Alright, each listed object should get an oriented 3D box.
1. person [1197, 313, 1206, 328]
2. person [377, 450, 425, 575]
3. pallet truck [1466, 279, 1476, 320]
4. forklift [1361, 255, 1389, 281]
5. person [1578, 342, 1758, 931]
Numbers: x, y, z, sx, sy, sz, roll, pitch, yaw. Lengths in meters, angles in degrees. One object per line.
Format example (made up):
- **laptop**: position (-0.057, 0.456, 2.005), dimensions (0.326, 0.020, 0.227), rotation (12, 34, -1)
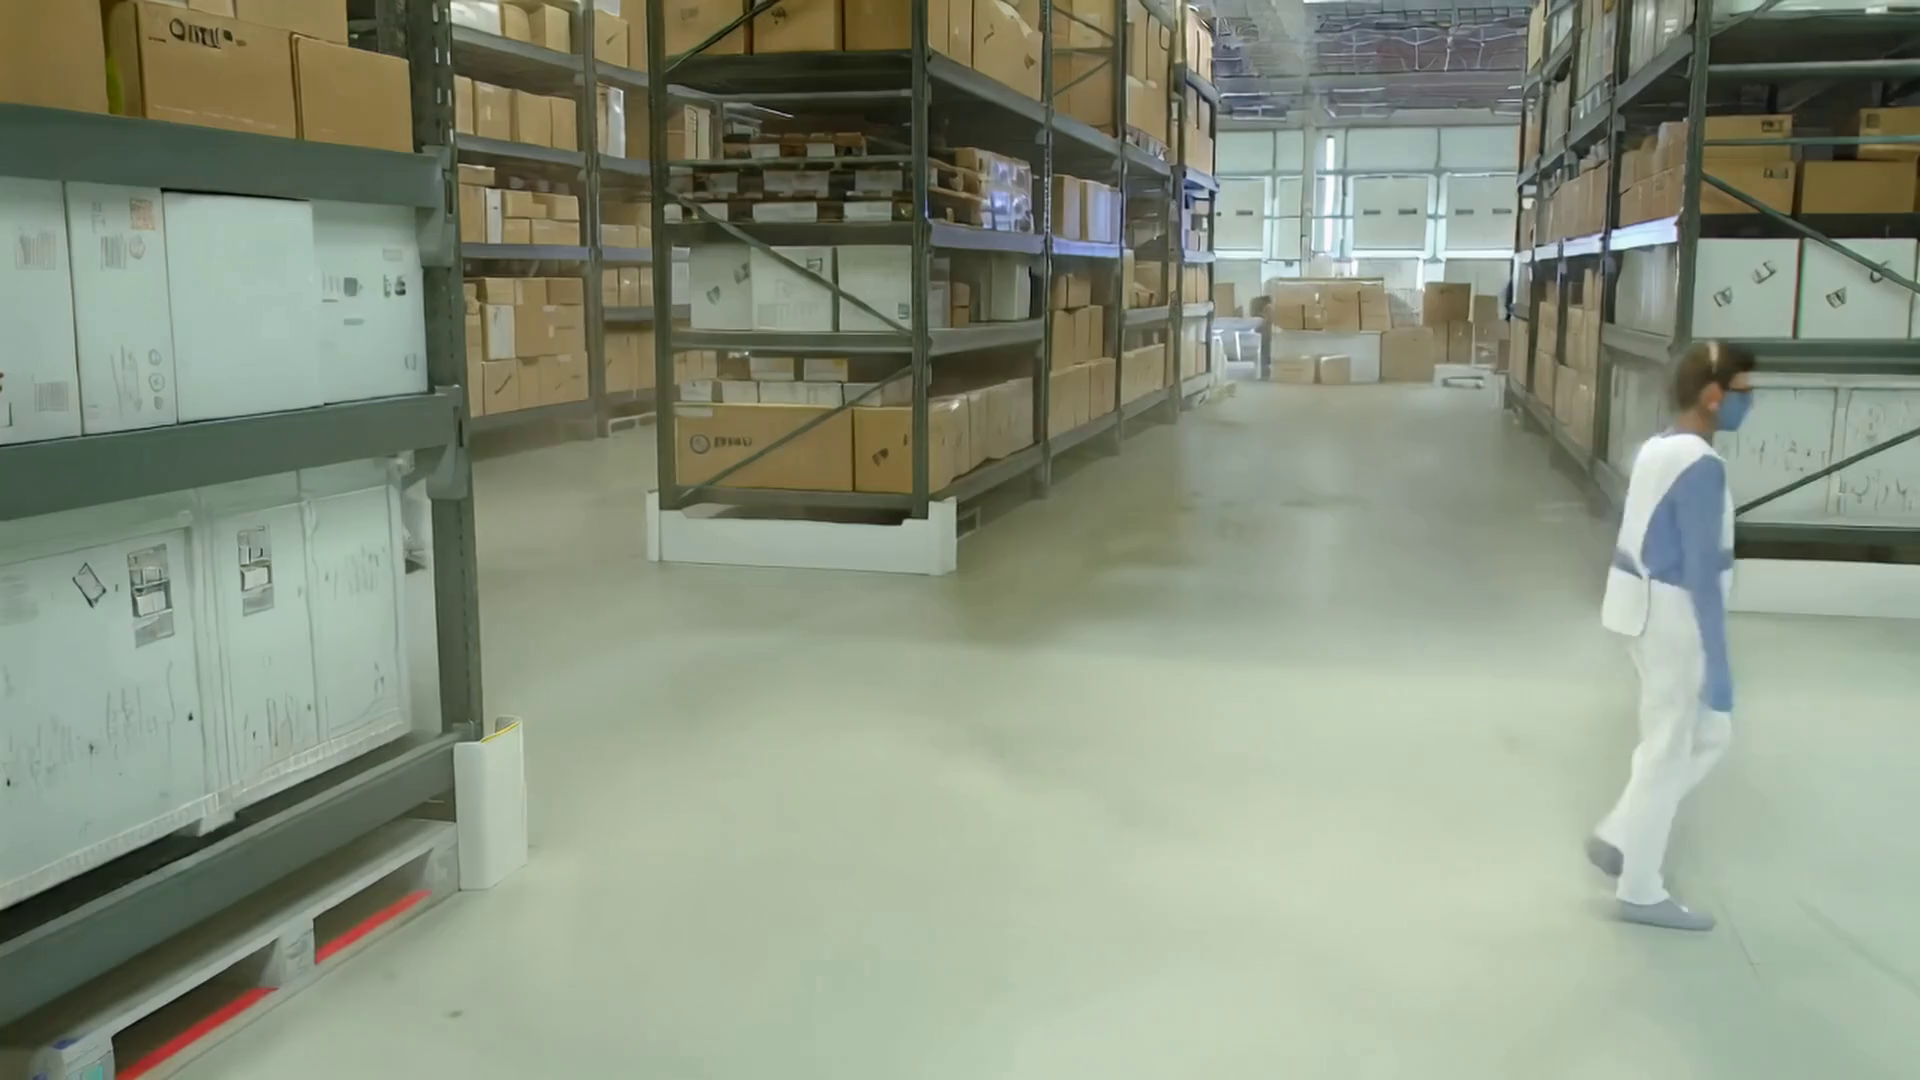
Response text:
- **person**: position (5.146, -4.621, 36.500), dimensions (0.759, 1.822, 0.624), rotation (1, 9, 5)
- **person**: position (-3.930, -0.701, 11.358), dimensions (0.636, 1.899, 0.401), rotation (8, 12, 43)
- **pallet truck**: position (18.896, -8.459, 60.307), dimensions (1.885, 1.965, 0.823), rotation (5, 10, 31)
- **forklift**: position (14.233, -8.404, 57.165), dimensions (1.129, 2.768, 1.873), rotation (-2, 9, -13)
- **person**: position (2.215, 0.310, 5.140), dimensions (0.446, 1.831, 0.586), rotation (3, 9, 17)
